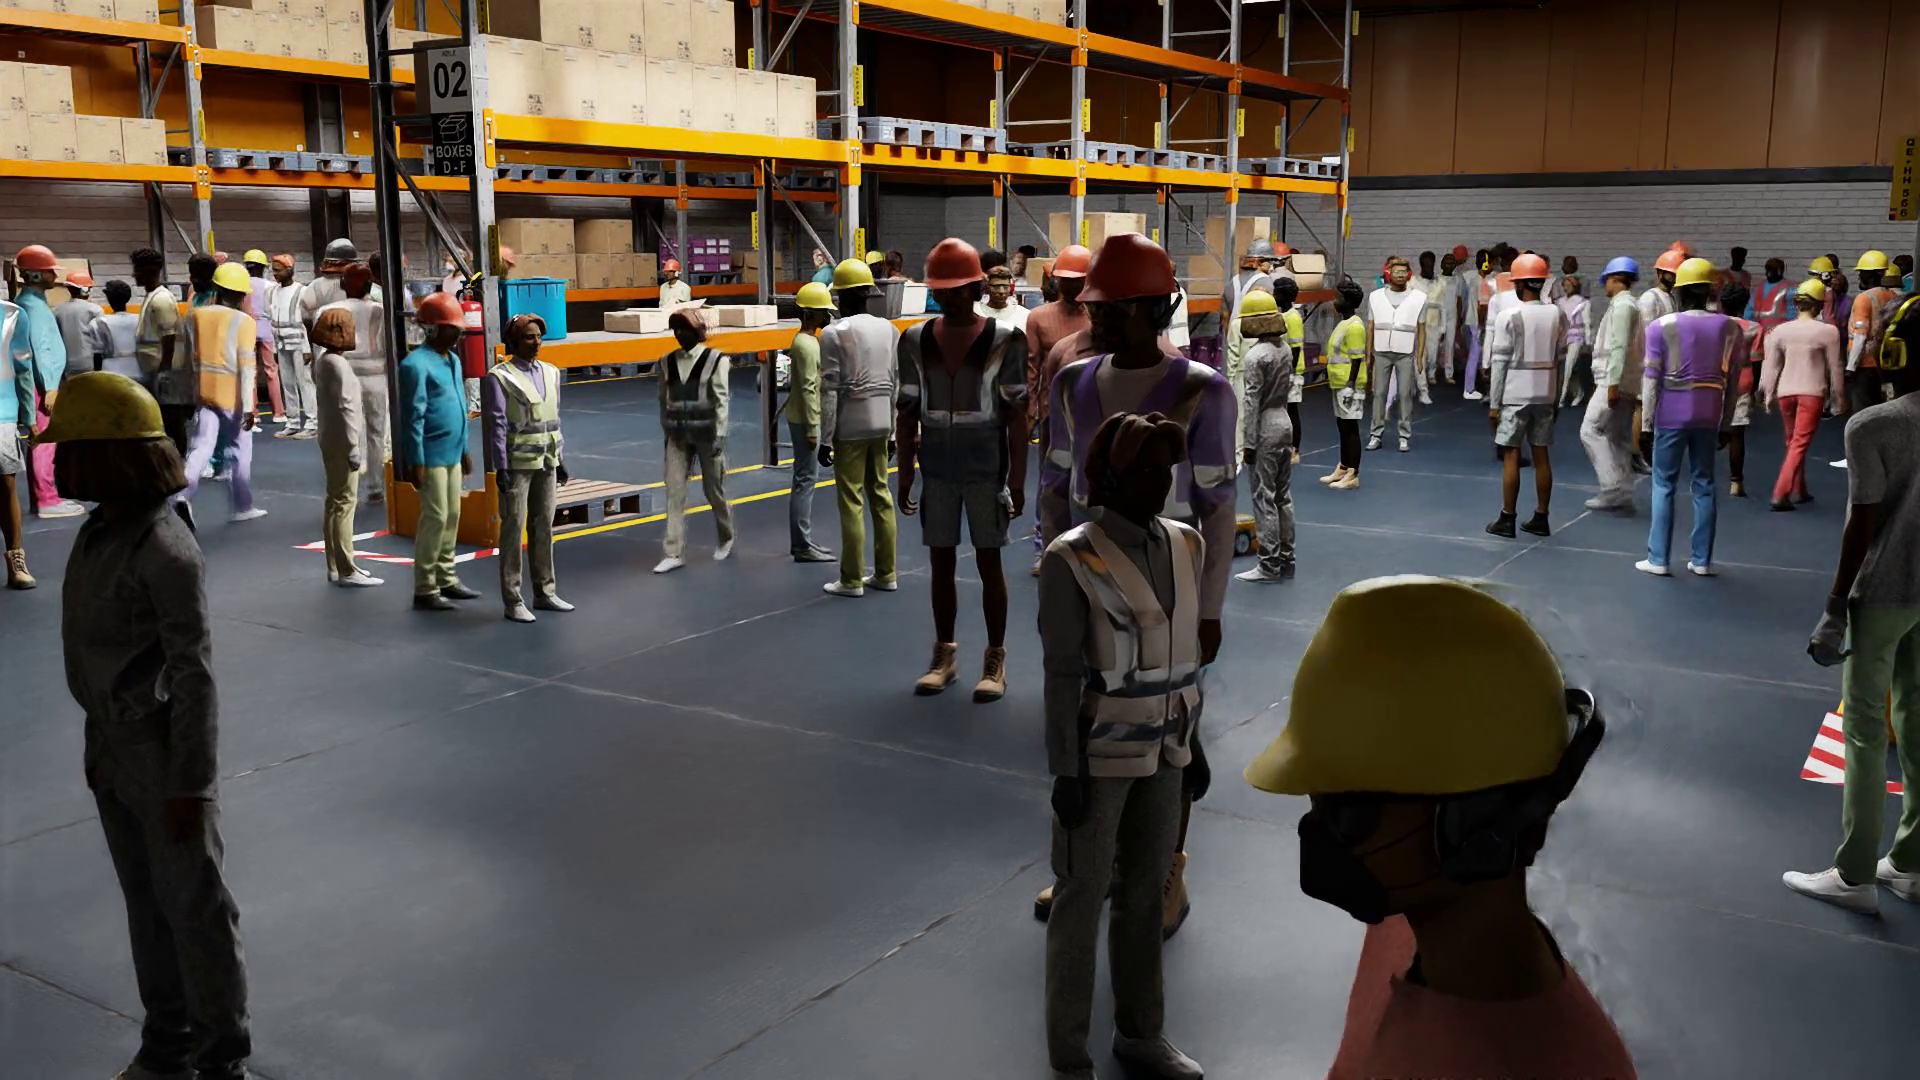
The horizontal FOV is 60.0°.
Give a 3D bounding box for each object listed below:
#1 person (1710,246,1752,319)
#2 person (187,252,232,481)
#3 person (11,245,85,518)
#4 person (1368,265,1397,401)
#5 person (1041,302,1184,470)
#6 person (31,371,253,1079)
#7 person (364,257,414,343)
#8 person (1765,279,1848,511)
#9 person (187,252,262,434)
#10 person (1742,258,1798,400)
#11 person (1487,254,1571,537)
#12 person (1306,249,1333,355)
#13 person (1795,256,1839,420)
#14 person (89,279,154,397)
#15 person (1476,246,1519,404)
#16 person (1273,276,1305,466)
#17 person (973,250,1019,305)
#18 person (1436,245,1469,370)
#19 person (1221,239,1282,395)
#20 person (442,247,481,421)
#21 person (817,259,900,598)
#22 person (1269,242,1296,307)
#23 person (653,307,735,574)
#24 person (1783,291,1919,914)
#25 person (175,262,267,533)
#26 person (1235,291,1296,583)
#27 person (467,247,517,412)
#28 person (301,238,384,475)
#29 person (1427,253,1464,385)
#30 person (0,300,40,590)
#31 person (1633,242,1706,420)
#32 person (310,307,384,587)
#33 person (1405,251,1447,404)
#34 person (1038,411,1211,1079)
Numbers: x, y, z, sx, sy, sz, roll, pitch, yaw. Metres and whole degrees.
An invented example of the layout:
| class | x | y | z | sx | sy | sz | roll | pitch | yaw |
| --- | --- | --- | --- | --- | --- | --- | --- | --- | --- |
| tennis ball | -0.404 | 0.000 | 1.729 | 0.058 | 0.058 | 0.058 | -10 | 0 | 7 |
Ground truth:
| class | x | y | z | sx | sy | sz | roll | pitch | yaw |
| --- | --- | --- | --- | --- | --- | --- | --- | --- | --- |
| person | 11.628 | -3.454 | 25.075 | 0.615 | 1.934 | 0.467 | -3 | 11 | -15 |
| person | -6.300 | -1.459 | 14.056 | 0.587 | 1.919 | 0.391 | 7 | 12 | 32 |
| person | -6.708 | -1.151 | 12.177 | 0.396 | 1.989 | 0.619 | -7 | 12 | -34 |
| person | 5.395 | -2.600 | 20.968 | 0.528 | 1.702 | 0.593 | -10 | 14 | -44 |
| person | 0.656 | -0.233 | 7.304 | 0.643 | 1.905 | 0.400 | 4 | 11 | 19 |
| person | -1.824 | 0.496 | 3.702 | 0.483 | 1.745 | 0.306 | 9 | 14 | 41 |
| person | -5.280 | -1.646 | 15.184 | 0.584 | 1.883 | 0.337 | -3 | 11 | -17 |
| person | 6.363 | -1.092 | 12.536 | 0.770 | 1.736 | 0.540 | -6 | 12 | -31 |
| person | -7.636 | -2.035 | 17.300 | 0.642 | 1.901 | 0.401 | -1 | 10 | -6 |
| person | 10.106 | -2.618 | 20.838 | 0.971 | 1.787 | 0.643 | -4 | 11 | -20 |
| person | 3.851 | -0.975 | 11.356 | 0.544 | 1.932 | 0.381 | -2 | 10 | -11 |
| person | 6.032 | -3.924 | 27.830 | 0.378 | 1.868 | 0.606 | -2 | 10 | -13 |
| person | 9.709 | -2.281 | 18.842 | 0.403 | 1.831 | 0.604 | -2 | 10 | -8 |
| person | -7.039 | -1.348 | 14.058 | 0.541 | 1.697 | 0.317 | -9 | 13 | -40 |
| person | 6.580 | -2.579 | 20.190 | 0.628 | 1.935 | 0.703 | 2 | 10 | 11 |
| person | 2.921 | -1.506 | 14.919 | 0.320 | 1.698 | 0.537 | -1 | 10 | -4 |
| person | 0.198 | -1.448 | 13.937 | 0.611 | 1.944 | 0.684 | 7 | 12 | 33 |
| person | 7.776 | -3.627 | 25.982 | 0.677 | 1.949 | 0.620 | 1 | 10 | 5 |
| person | 2.840 | -1.848 | 15.868 | 0.536 | 2.000 | 0.681 | -7 | 12 | -34 |
| person | -5.616 | -2.311 | 18.716 | 0.632 | 1.940 | 0.372 | 8 | 13 | 37 |
| person | -0.585 | -0.633 | 9.497 | 0.408 | 1.919 | 0.581 | 9 | 14 | 41 |
| person | 3.883 | -2.636 | 20.359 | 0.375 | 1.997 | 0.612 | 7 | 12 | 32 |
| person | -1.641 | -0.633 | 10.307 | 0.520 | 1.611 | 0.725 | 3 | 11 | 17 |
| person | 2.804 | 0.194 | 5.021 | 0.513 | 1.875 | 0.328 | -4 | 11 | -19 |
| person | -5.235 | -1.004 | 11.673 | 0.644 | 1.878 | 0.900 | 3 | 11 | 14 |
| person | 1.800 | -0.609 | 9.886 | 0.377 | 1.729 | 0.481 | 8 | 13 | 36 |
| person | -5.360 | -2.379 | 19.077 | 0.510 | 1.945 | 0.684 | 6 | 12 | 29 |
| person | -5.295 | -1.587 | 14.425 | 0.690 | 2.000 | 0.538 | 4 | 11 | 23 |
| person | 6.786 | -3.087 | 23.305 | 0.503 | 1.839 | 0.349 | 0 | 10 | -1 |
| person | -5.621 | -0.707 | 9.541 | 0.605 | 2.045 | 0.377 | -8 | 13 | -37 |
| person | 7.416 | -2.090 | 17.349 | 0.633 | 1.986 | 1.031 | 1 | 10 | 4 |
| person | -3.616 | -0.541 | 9.758 | 0.279 | 1.633 | 0.501 | -7 | 12 | -32 |
| person | 5.788 | -2.669 | 20.831 | 0.608 | 1.891 | 0.764 | -2 | 10 | -10 |
| person | 0.383 | 0.516 | 3.884 | 0.513 | 1.641 | 0.307 | -9 | 14 | -42 |
